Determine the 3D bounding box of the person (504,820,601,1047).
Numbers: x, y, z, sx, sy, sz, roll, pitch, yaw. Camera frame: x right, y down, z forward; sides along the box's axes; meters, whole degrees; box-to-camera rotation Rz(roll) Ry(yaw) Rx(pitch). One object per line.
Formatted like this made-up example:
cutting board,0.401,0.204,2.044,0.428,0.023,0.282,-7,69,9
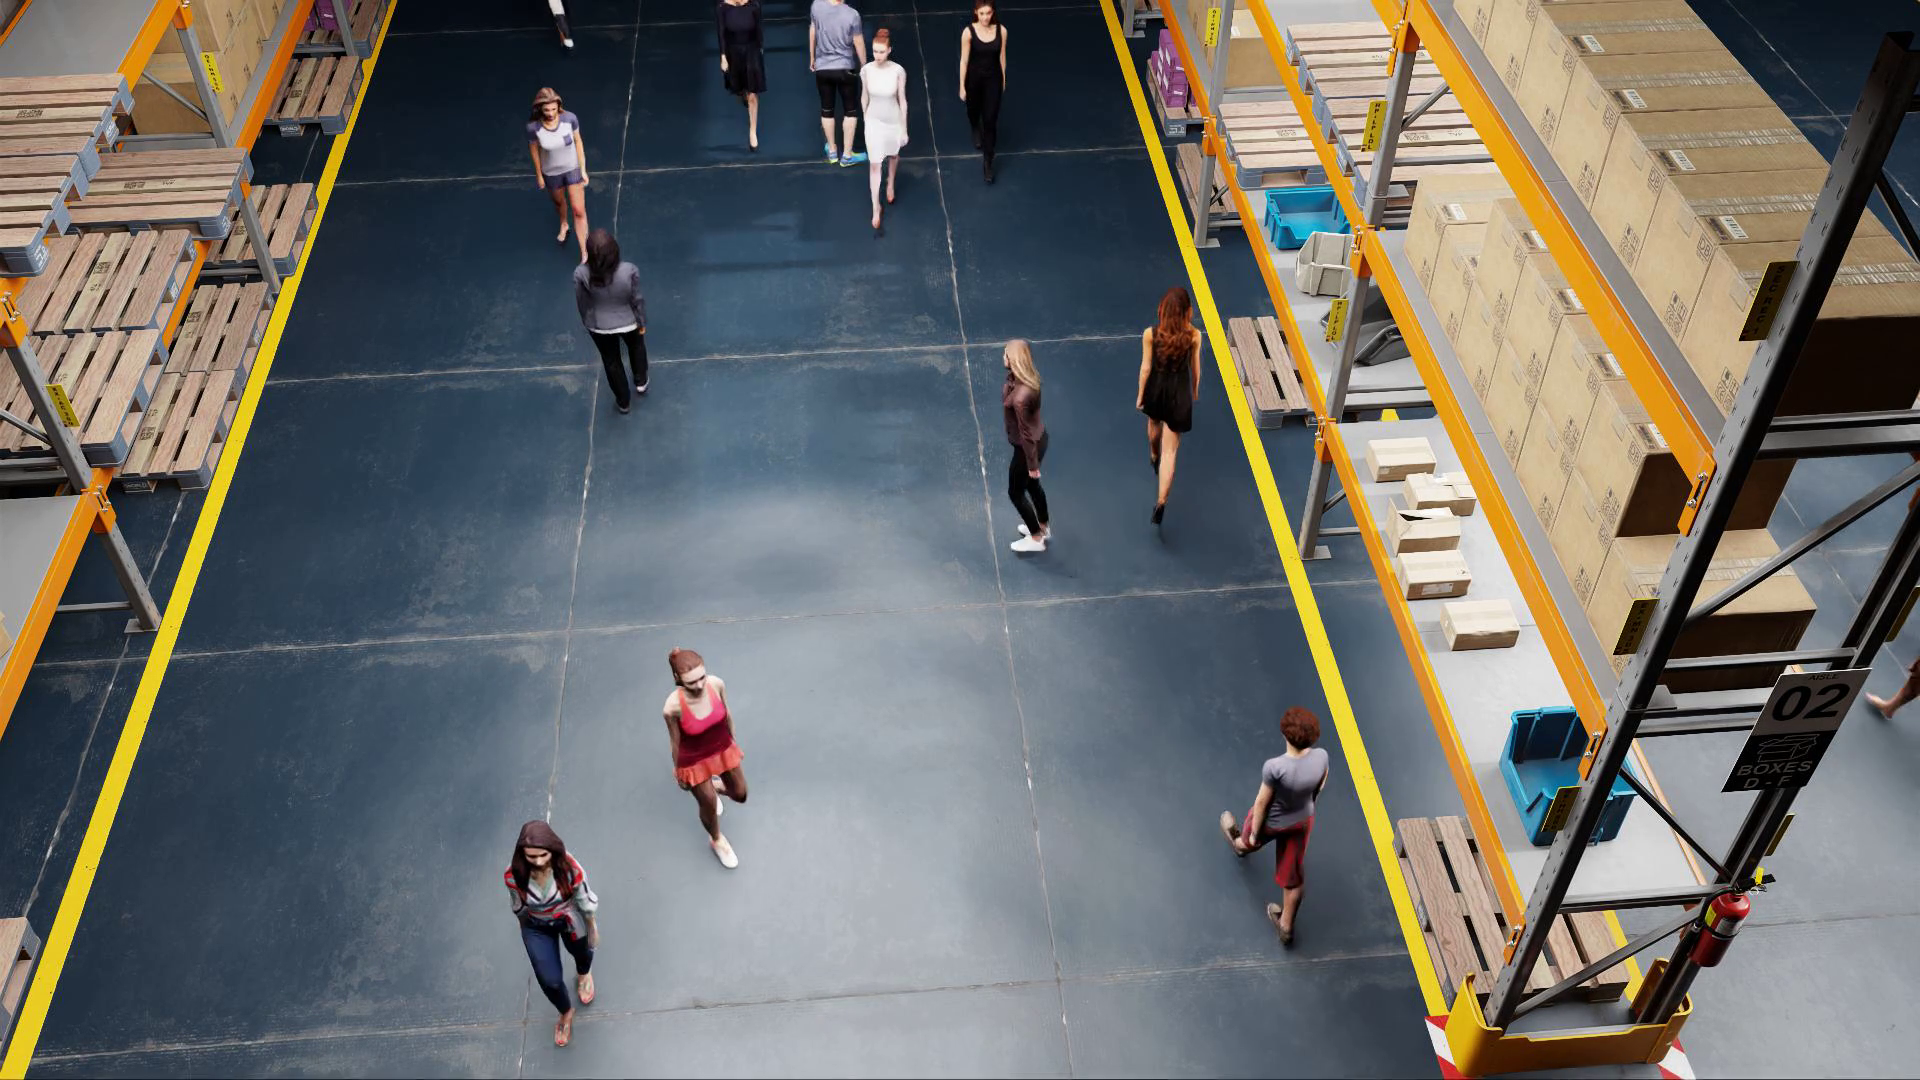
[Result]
person,-2.149,1.961,8.879,0.637,1.596,0.746,-7,44,-7

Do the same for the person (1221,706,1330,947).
person,1.828,1.623,9.224,0.712,1.610,1.135,-9,44,-9

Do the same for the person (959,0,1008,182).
person,0.202,-4.239,15.346,0.602,1.654,1.116,-4,44,-4

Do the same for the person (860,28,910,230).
person,-0.638,-3.710,14.709,0.688,1.764,0.989,2,44,3

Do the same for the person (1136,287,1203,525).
person,1.460,-0.925,11.762,0.750,1.798,1.194,5,44,5

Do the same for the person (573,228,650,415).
person,-2.632,-1.632,12.659,0.698,1.585,0.707,-9,44,-9

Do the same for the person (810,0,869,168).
person,-1.135,-4.312,15.265,0.791,1.869,0.761,2,44,2

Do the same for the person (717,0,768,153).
person,-2.037,-4.540,15.610,0.625,1.724,0.962,-8,44,-8

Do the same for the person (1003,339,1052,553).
person,0.523,-0.612,11.532,0.793,1.662,0.674,1,44,1

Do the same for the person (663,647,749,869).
person,-1.498,1.192,9.582,0.766,1.739,0.868,-27,50,-25

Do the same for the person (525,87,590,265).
person,-3.401,-3.179,14.238,0.695,1.646,1.122,-6,44,-7
